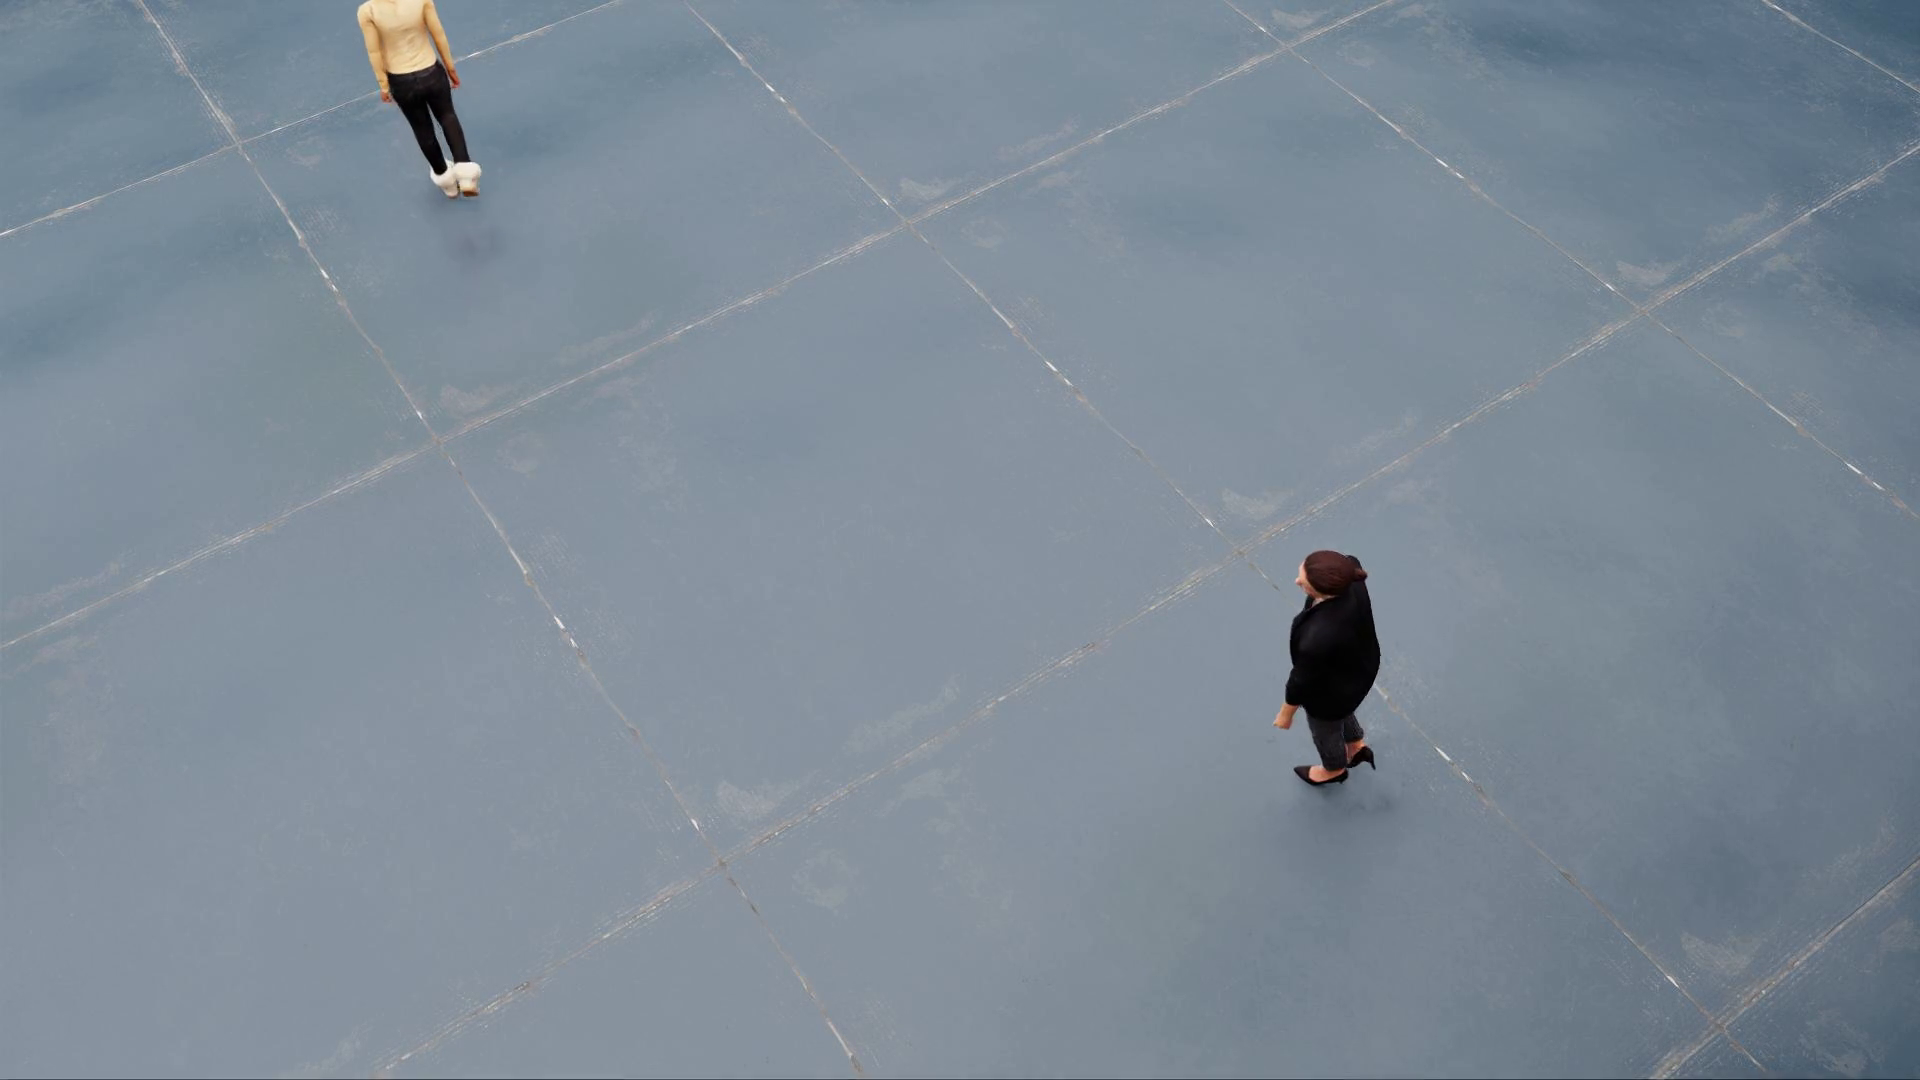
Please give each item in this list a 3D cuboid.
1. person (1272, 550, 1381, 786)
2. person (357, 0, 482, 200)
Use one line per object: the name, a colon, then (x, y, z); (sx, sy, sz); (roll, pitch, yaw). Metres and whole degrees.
person: (1.595, 0.583, 6.899); (0.924, 1.679, 0.859); (28, 57, 20)
person: (-3.031, -2.549, 9.344); (0.650, 1.647, 0.806); (-21, 55, -16)
